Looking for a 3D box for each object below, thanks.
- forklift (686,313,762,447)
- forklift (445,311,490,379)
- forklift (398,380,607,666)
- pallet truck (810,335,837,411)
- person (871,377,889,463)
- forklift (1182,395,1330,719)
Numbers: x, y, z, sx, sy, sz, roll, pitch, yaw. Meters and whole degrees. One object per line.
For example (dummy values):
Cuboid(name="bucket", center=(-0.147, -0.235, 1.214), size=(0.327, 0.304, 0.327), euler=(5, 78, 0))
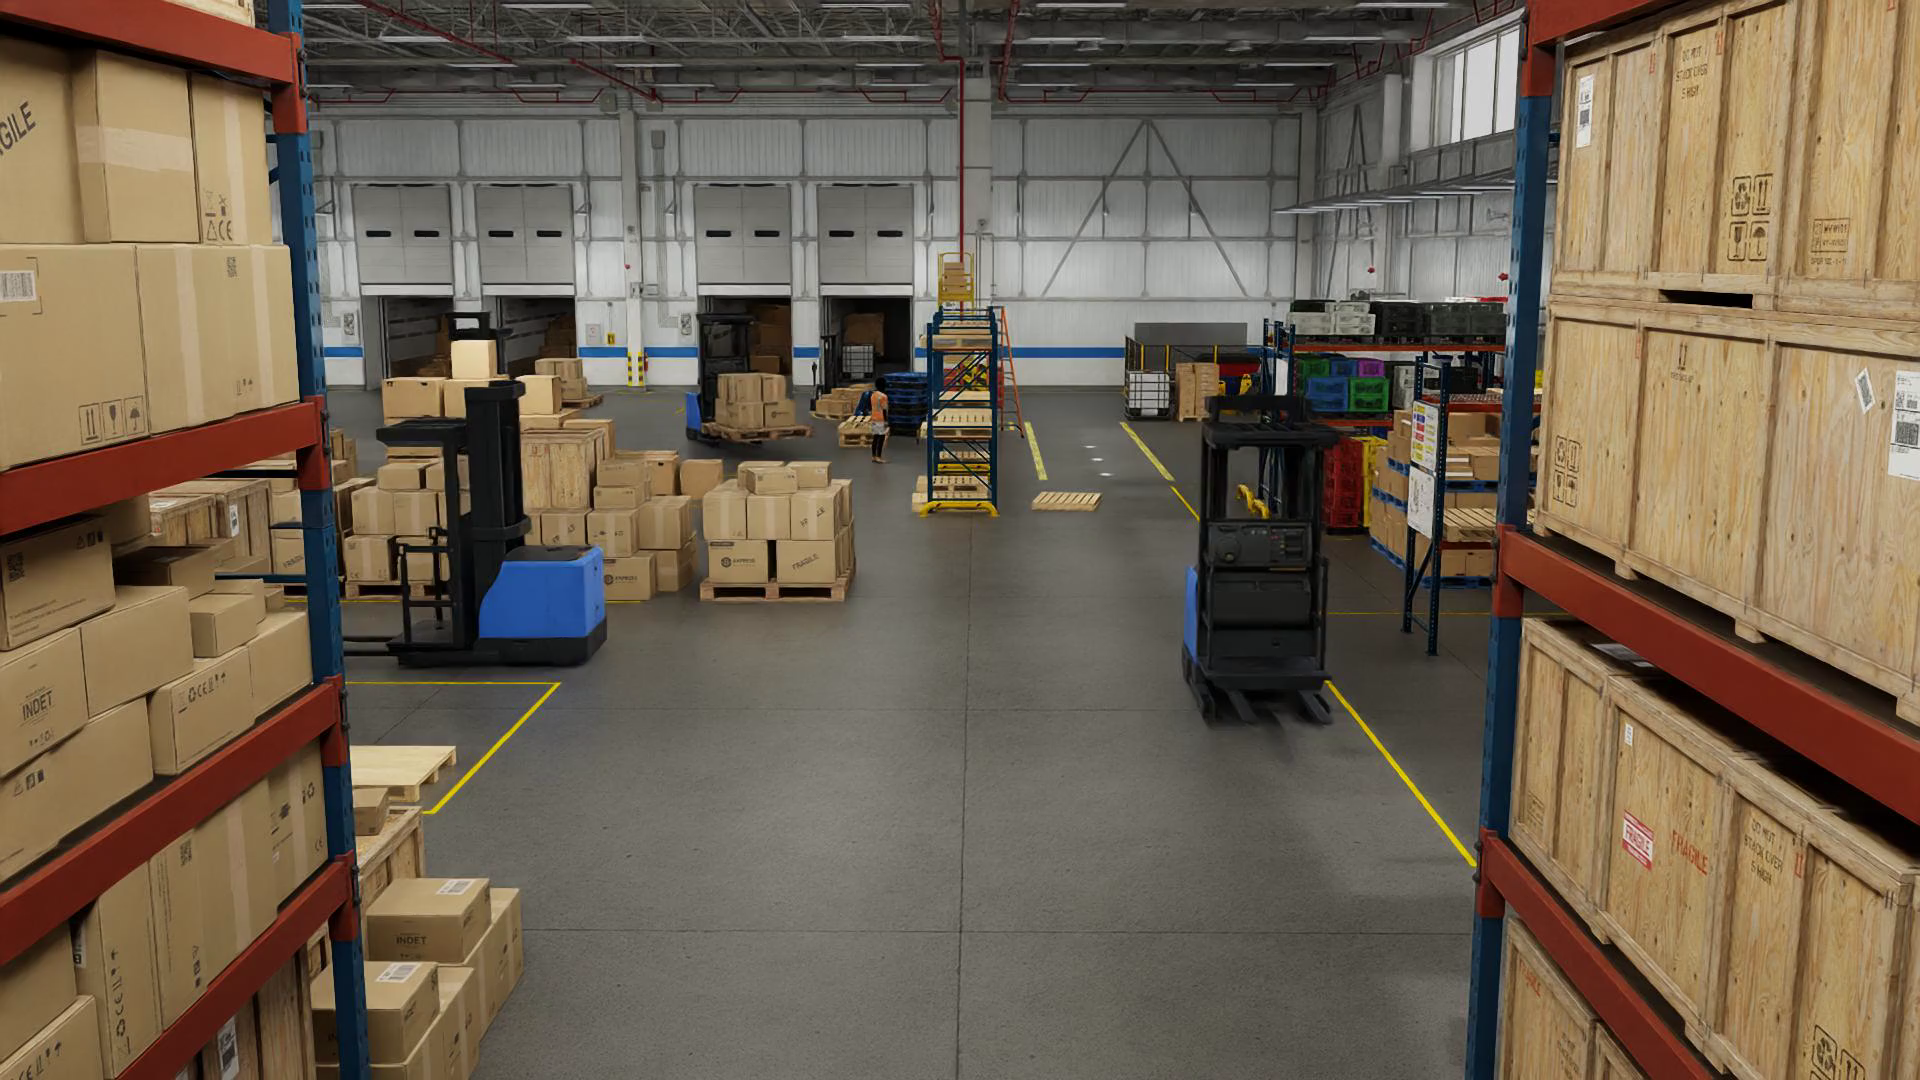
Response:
Cuboid(name="forklift", center=(-5.157, -3.490, 35.836), size=(1.129, 2.768, 1.873), euler=(-5, 11, -27))
Cuboid(name="forklift", center=(-10.825, -3.651, 36.765), size=(1.129, 2.768, 1.873), euler=(2, 10, 13))
Cuboid(name="forklift", center=(-4.653, -0.202, 16.866), size=(1.873, 2.768, 1.129), euler=(0, 10, 1))
Cuboid(name="pallet truck", center=(-3.021, -4.312, 43.126), size=(1.885, 1.965, 0.823), euler=(3, 10, 17))
Cuboid(name="person", center=(-1.575, -2.349, 32.676), size=(0.320, 1.693, 0.539), euler=(-5, 11, -28))
Cuboid(name="forklift", center=(2.705, 0.061, 15.351), size=(1.129, 2.768, 1.873), euler=(0, 10, 1))
